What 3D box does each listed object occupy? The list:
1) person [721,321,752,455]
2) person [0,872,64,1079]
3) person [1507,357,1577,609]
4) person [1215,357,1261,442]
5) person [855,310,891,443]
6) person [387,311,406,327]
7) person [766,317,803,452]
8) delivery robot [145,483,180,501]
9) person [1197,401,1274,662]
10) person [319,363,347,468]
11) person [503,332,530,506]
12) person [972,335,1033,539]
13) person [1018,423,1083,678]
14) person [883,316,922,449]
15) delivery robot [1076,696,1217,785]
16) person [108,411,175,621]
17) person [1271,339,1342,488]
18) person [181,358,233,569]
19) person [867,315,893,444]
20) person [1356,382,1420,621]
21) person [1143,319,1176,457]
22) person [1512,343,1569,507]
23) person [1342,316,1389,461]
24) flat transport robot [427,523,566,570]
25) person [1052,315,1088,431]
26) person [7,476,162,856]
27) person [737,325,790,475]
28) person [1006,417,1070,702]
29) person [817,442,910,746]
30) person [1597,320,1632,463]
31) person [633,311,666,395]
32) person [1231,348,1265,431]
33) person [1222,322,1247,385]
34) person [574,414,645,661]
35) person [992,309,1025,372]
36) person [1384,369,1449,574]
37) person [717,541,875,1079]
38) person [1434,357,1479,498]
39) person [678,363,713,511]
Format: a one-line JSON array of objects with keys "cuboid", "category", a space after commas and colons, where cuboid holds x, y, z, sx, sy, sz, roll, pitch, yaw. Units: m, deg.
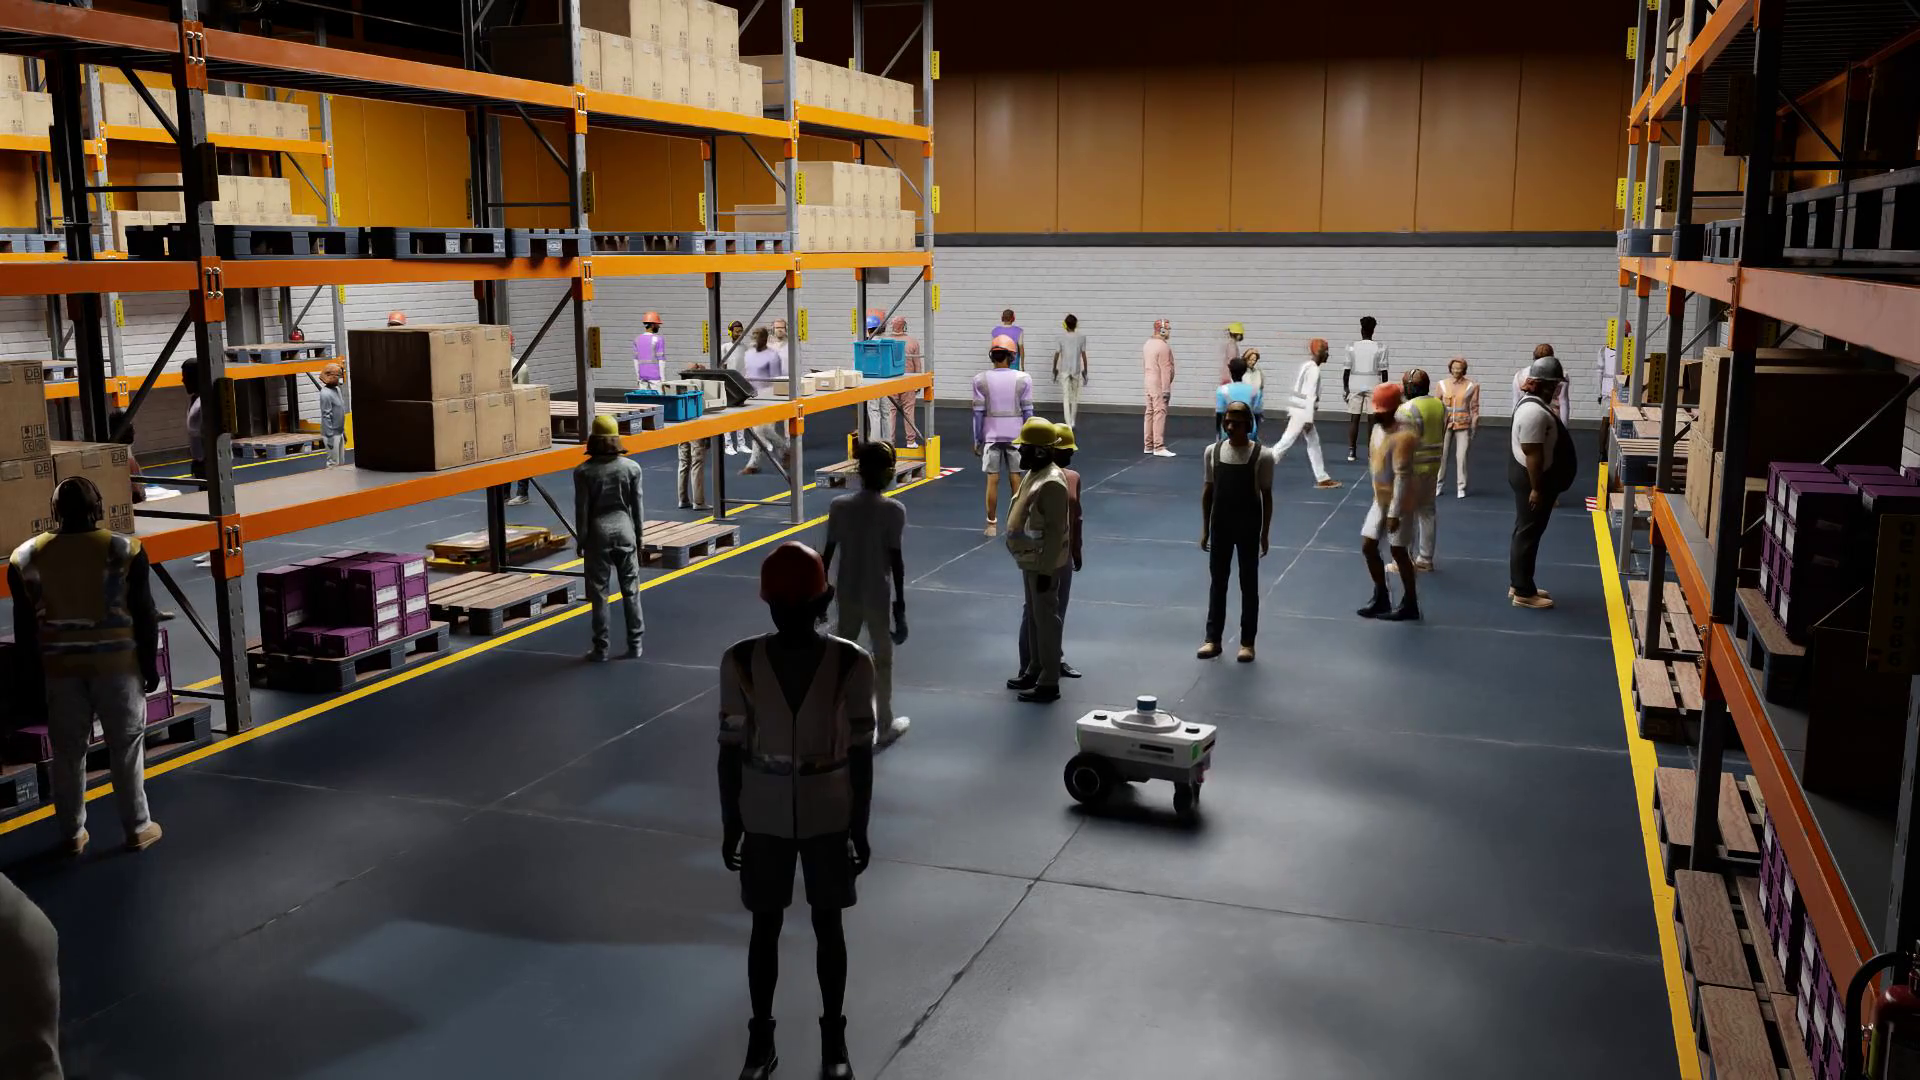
[{"cuboid": [-3.122, -2.127, 23.293, 0.328, 1.867, 0.510, 9, 14, 43], "category": "person"}, {"cuboid": [-2.120, 1.336, 3.676, 0.655, 1.908, 0.768, 3, 11, 17], "category": "person"}, {"cuboid": [4.723, -0.478, 13.511, 0.537, 2.000, 0.689, 3, 10, 15], "category": "person"}, {"cuboid": [3.095, -1.190, 18.528, 0.531, 1.680, 0.407, 0, 10, -2], "category": "person"}, {"cuboid": [-1.300, -2.377, 24.410, 0.726, 1.989, 0.610, 4, 11, 23], "category": "person"}, {"cuboid": [-7.930, -2.237, 23.545, 0.612, 1.994, 0.395, -3, 10, -15], "category": "person"}, {"cuboid": [-2.539, -2.192, 23.545, 0.651, 1.906, 0.403, -3, 10, -14], "category": "person"}, {"cuboid": [-8.120, -0.355, 16.736, 0.477, 0.478, 0.707, -1, 10, -6], "category": "delivery robot"}, {"cuboid": [1.945, -0.063, 11.725, 0.506, 1.846, 0.348, 5, 11, 26], "category": "person"}, {"cuboid": [-6.959, -1.161, 18.536, 0.298, 1.622, 0.506, -1, 10, -5], "category": "person"}, {"cuboid": [-5.105, -1.385, 18.741, 0.622, 1.995, 0.374, 6, 12, 30], "category": "person"}, {"cuboid": [0.429, -1.021, 16.589, 0.605, 2.034, 0.392, 1, 10, 3], "category": "person"}, {"cuboid": [0.629, 0.096, 11.088, 0.523, 1.759, 0.351, -9, 14, -42], "category": "person"}, {"cuboid": [-0.863, -2.256, 23.904, 0.643, 1.909, 0.410, 1, 10, 5], "category": "person"}, {"cuboid": [0.979, 1.064, 8.744, 0.707, 0.478, 0.477, 5, 11, 27], "category": "delivery robot"}, {"cuboid": [-6.365, -0.139, 12.646, 0.573, 1.697, 0.547, -9, 13, -40], "category": "person"}, {"cuboid": [4.045, -1.498, 19.924, 1.058, 1.822, 0.623, 1, 10, 6], "category": "person"}, {"cuboid": [-6.845, -0.705, 15.151, 0.394, 1.910, 0.607, -6, 12, -30], "category": "person"}, {"cuboid": [-1.174, -2.156, 23.234, 0.402, 1.944, 0.605, 8, 13, 37], "category": "person"}, {"cuboid": [3.346, -0.287, 12.845, 0.621, 1.889, 0.559, -3, 11, -17], "category": "person"}, {"cuboid": [2.780, -2.117, 23.119, 0.399, 1.909, 0.642, -3, 11, -18], "category": "person"}, {"cuboid": [6.496, -1.278, 18.617, 0.626, 1.838, 0.429, 8, 13, 38], "category": "person"}, {"cuboid": [5.504, -2.051, 22.575, 0.614, 1.965, 0.361, 4, 11, 21], "category": "person"}, {"cuboid": [-4.344, 0.053, 15.505, 0.652, 0.197, 1.431, 3, 11, 19], "category": "flat transport robot"}, {"cuboid": [1.735, -2.656, 26.401, 0.555, 1.825, 0.887, -1, 10, -7], "category": "person"}, {"cuboid": [-4.173, 0.607, 7.990, 0.627, 1.836, 0.428, -2, 10, -11], "category": "person"}, {"cuboid": [-2.501, -1.806, 21.378, 0.896, 1.915, 0.636, -9, 14, -42], "category": "person"}, {"cuboid": [0.497, 0.120, 10.722, 0.403, 1.835, 0.588, -2, 10, -8], "category": "person"}, {"cuboid": [-0.540, 0.348, 9.472, 0.684, 1.816, 0.911, 4, 11, 22], "category": "person"}, {"cuboid": [8.774, -1.970, 22.205, 0.542, 1.938, 0.357, 10, 14, 44], "category": "person"}, {"cuboid": [-4.609, -2.442, 24.873, 0.547, 1.934, 0.376, 5, 11, 28], "category": "person"}, {"cuboid": [3.617, -1.598, 20.950, 0.514, 1.640, 0.310, -5, 11, -27], "category": "person"}, {"cuboid": [4.159, -2.435, 25.320, 0.382, 1.750, 0.557, 1, 10, 6], "category": "person"}, {"cuboid": [-2.478, -0.017, 11.760, 0.492, 1.740, 0.324, -5, 11, -25], "category": "person"}, {"cuboid": [0.812, -2.975, 28.121, 0.567, 1.847, 0.389, 3, 10, 15], "category": "person"}, {"cuboid": [4.046, -0.602, 14.806, 0.624, 1.837, 0.429, -7, 12, -33], "category": "person"}, {"cuboid": [-0.559, 0.956, 5.724, 0.544, 1.939, 0.354, -1, 10, -3], "category": "person"}, {"cuboid": [5.740, -1.304, 19.301, 0.522, 1.636, 0.310, 5, 11, 25], "category": "person"}, {"cuboid": [-2.947, -1.139, 18.387, 0.517, 1.634, 0.311, 8, 13, 38], "category": "person"}]
